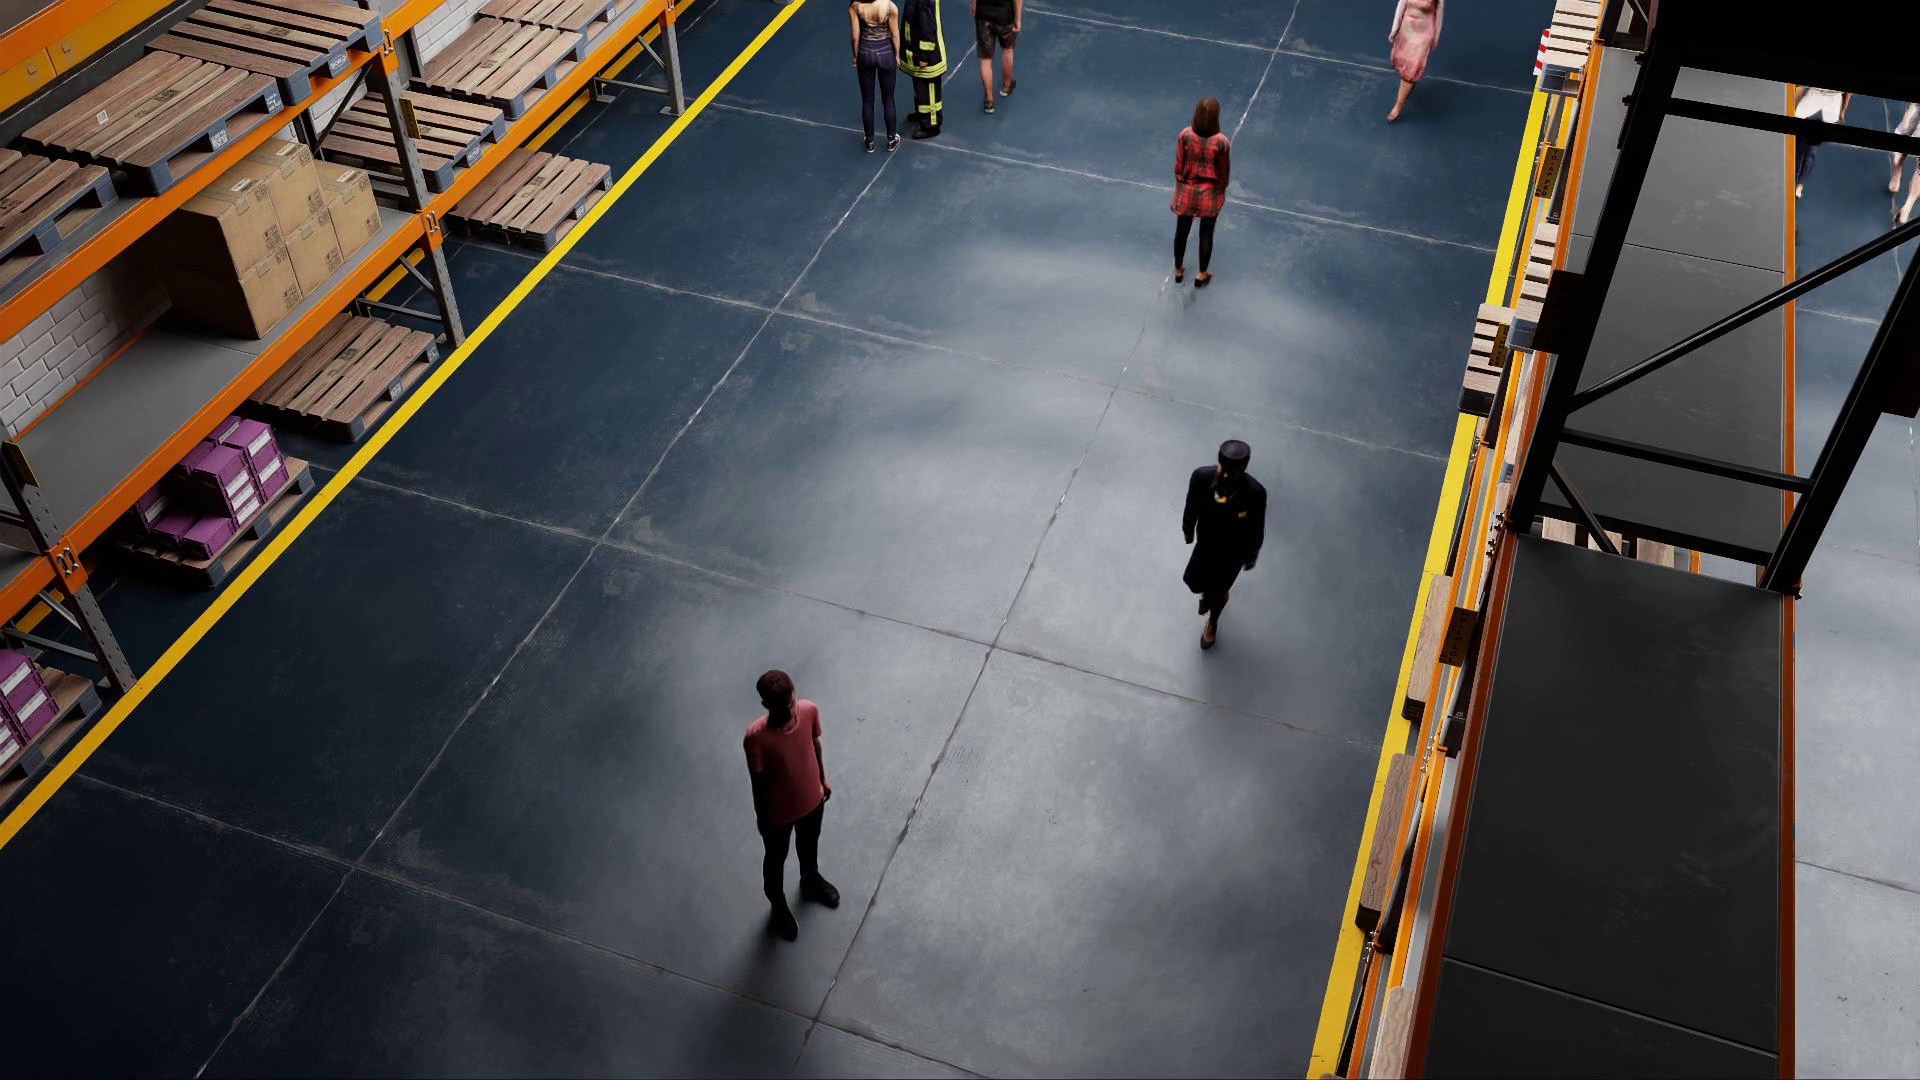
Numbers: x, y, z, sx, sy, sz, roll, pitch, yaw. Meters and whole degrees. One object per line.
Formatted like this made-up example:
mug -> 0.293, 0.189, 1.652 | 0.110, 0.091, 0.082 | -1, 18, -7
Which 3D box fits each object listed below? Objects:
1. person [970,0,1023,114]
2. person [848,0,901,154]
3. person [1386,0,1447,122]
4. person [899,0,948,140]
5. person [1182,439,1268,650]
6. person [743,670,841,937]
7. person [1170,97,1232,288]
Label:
person -> 0.317, -4.960, 15.880 | 0.786, 1.842, 0.924 | 4, 44, 4
person -> -0.776, -4.435, 15.383 | 0.679, 1.769, 0.657 | 0, 44, 0
person -> 4.391, -4.899, 15.943 | 0.770, 1.667, 1.067 | 26, 49, 25
person -> -0.338, -4.686, 15.576 | 0.924, 1.867, 0.798 | -4, 44, -4
person -> 1.725, -0.006, 10.812 | 0.711, 1.662, 0.699 | 17, 46, 17
person -> -0.937, 1.402, 9.119 | 0.641, 1.958, 0.771 | -32, 52, -29
person -> 1.983, -2.886, 13.806 | 0.616, 1.701, 0.553 | 16, 46, 16
